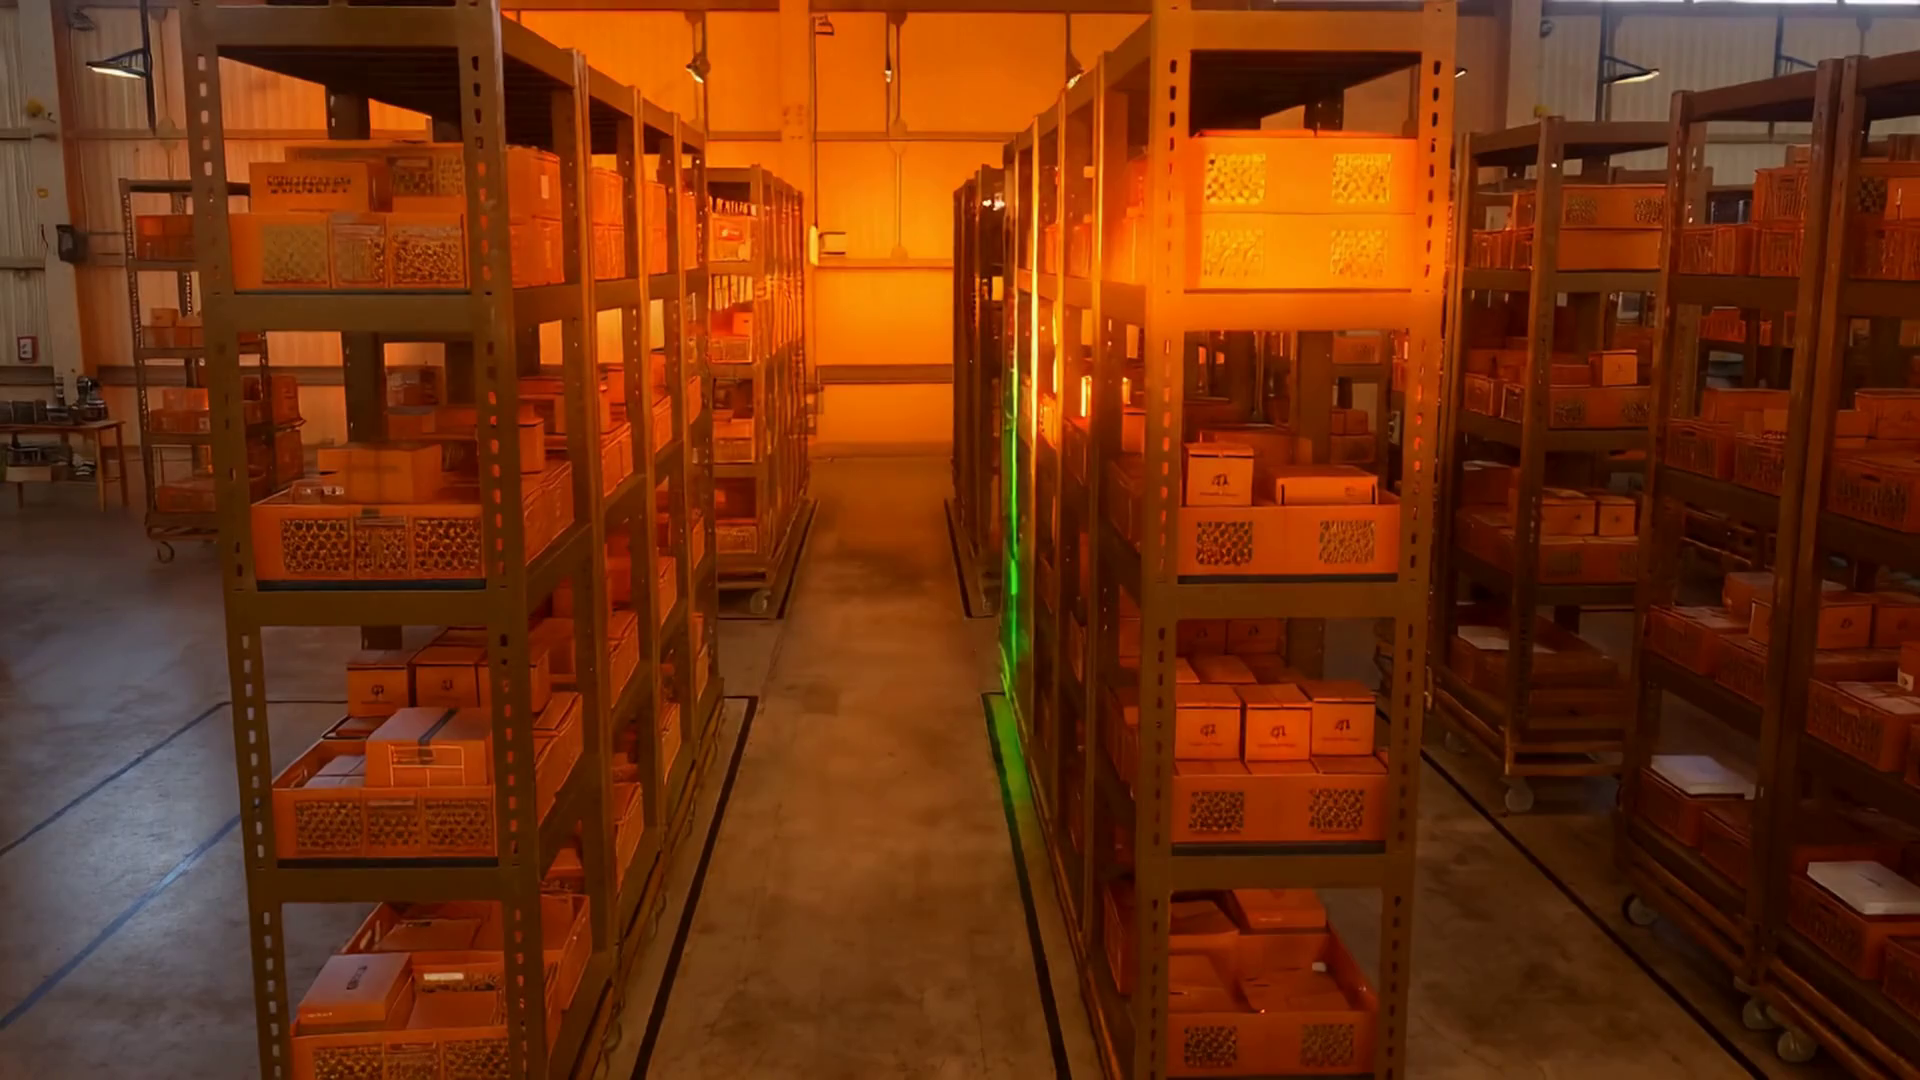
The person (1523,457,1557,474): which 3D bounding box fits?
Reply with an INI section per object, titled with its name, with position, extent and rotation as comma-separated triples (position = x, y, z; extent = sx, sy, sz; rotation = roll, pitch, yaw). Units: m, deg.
[person]
position = 7.511, -1.701, 21.535
extent = 0.777, 1.809, 0.599
rotation = -2, 10, -13
